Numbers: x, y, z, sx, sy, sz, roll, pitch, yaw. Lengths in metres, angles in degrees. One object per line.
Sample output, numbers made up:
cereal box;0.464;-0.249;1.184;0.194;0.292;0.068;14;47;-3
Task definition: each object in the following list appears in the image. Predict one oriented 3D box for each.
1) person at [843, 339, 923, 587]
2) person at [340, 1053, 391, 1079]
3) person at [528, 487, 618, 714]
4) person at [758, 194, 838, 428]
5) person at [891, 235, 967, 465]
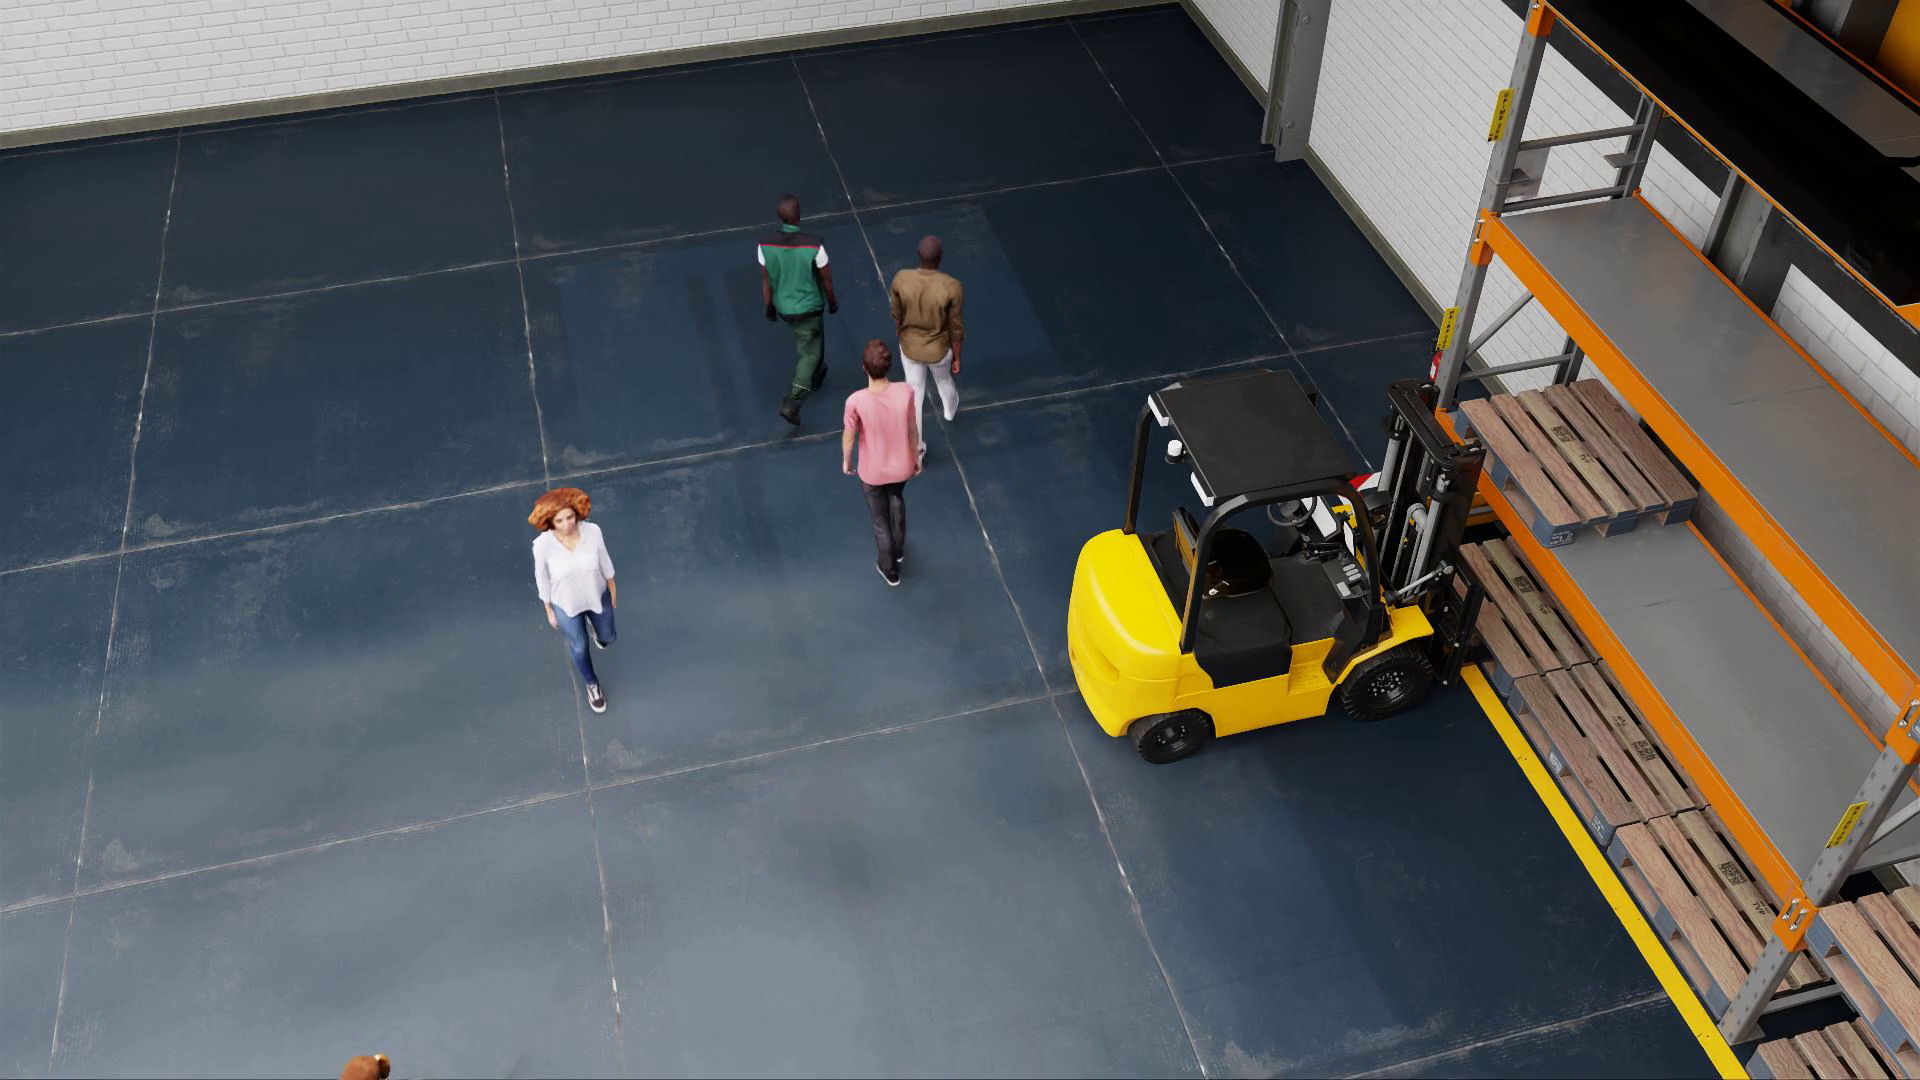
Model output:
person;-0.467;-0.429;10.982;0.697;1.946;0.696;-15;46;-16
person;-2.743;2.816;8.052;0.842;1.288;0.916;19;47;19
person;-2.398;0.299;10.399;0.699;1.695;0.907;-15;46;-16
person;-1.217;-1.685;12.399;1.093;1.809;1.268;14;45;14
person;-0.266;-1.314;12.020;1.010;1.794;1.194;6;44;6
